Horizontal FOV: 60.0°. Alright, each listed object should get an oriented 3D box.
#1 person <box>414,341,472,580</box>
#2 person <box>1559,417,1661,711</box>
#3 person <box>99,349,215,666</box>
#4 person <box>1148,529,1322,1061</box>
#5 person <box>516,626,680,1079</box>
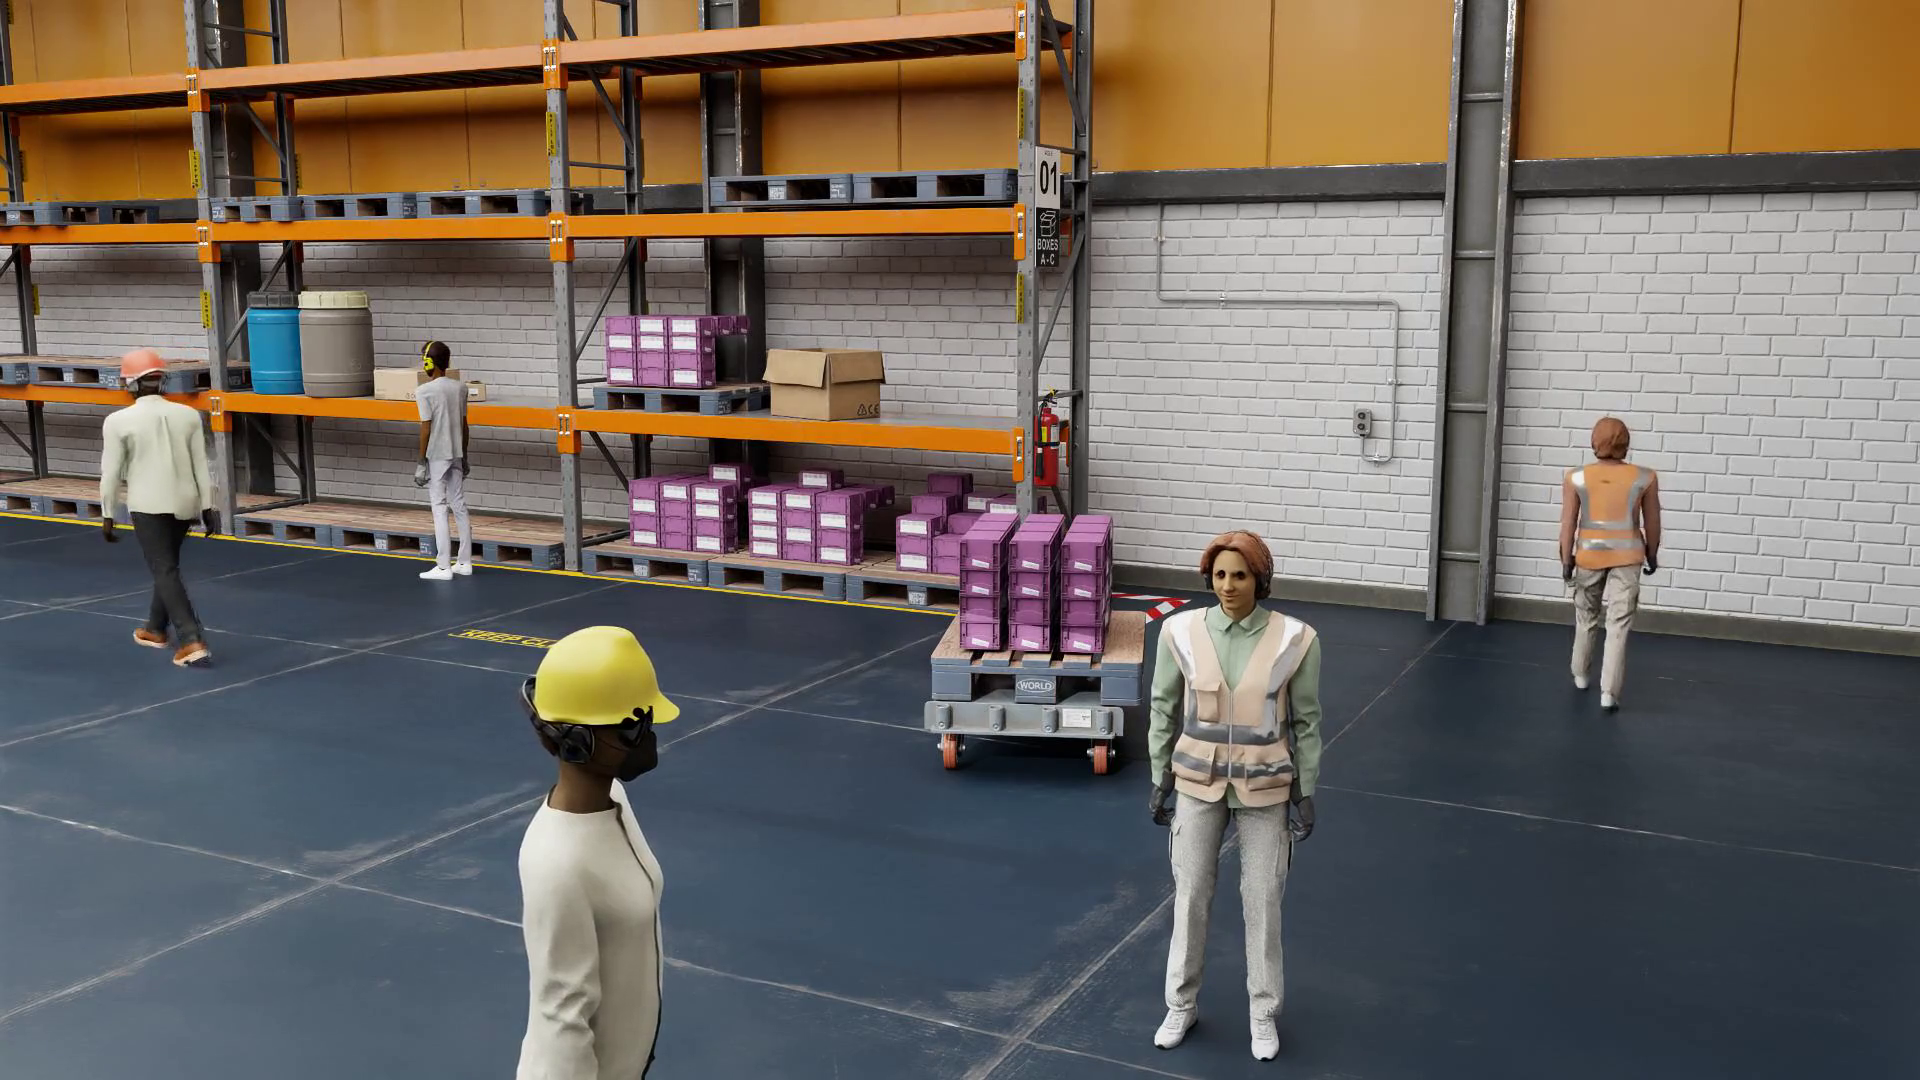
[{"bbox_3d":[-4.051,-0.621,13.016,0.328,1.870,0.510,5,11,29],"label":"person"},{"bbox_3d":[3.614,0.118,9.275,0.515,1.604,0.744,5,10,26],"label":"person"},{"bbox_3d":[-4.955,-0.211,10.302,1.056,1.940,0.619,7,11,35],"label":"person"},{"bbox_3d":[0.835,0.776,5.094,0.522,1.638,0.311,3,10,16],"label":"person"},{"bbox_3d":[-0.668,1.028,3.152,0.316,1.767,0.535,-1,9,-3],"label":"person"}]
